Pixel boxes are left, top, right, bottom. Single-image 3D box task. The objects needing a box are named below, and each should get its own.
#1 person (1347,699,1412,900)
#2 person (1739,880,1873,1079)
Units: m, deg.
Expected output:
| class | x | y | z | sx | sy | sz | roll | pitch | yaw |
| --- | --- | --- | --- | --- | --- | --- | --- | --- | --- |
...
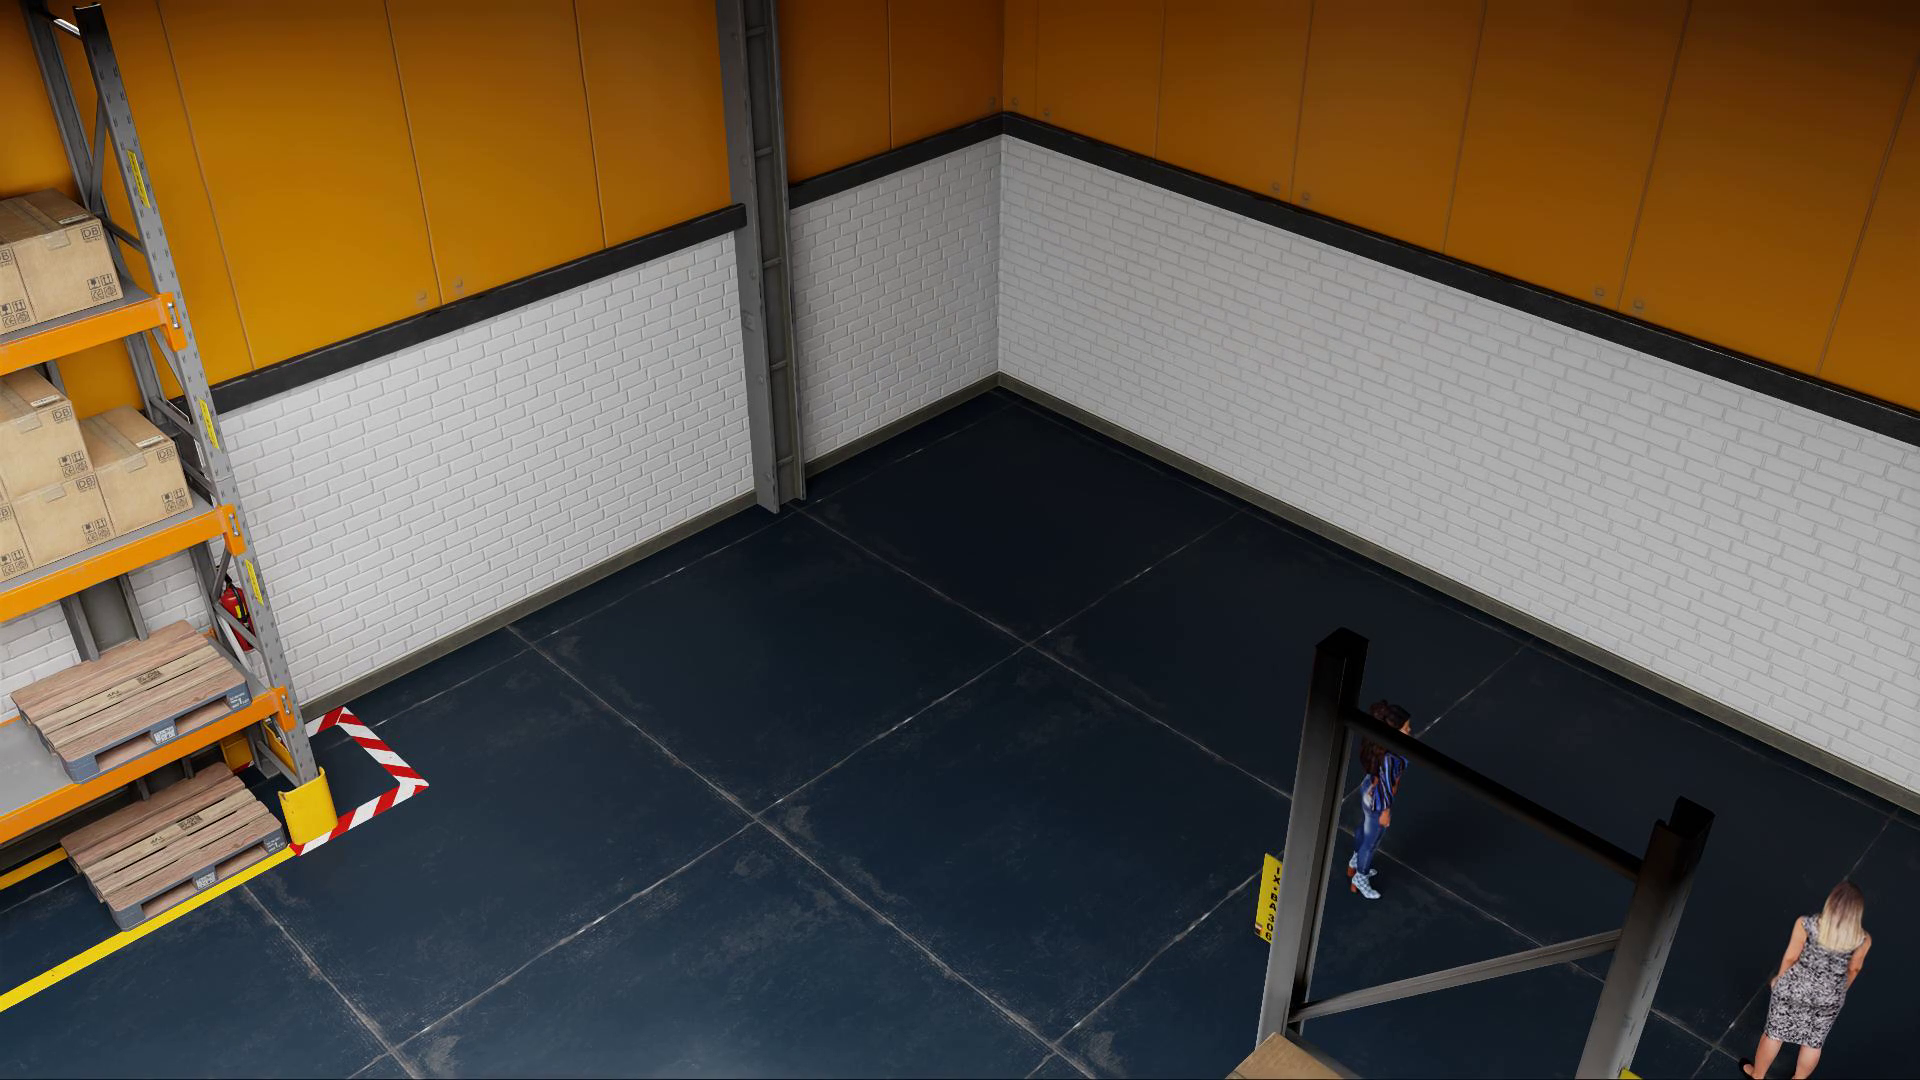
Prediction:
| class | x | y | z | sx | sy | sz | roll | pitch | yaw |
| --- | --- | --- | --- | --- | --- | --- | --- | --- | --- |
| person | 2.861 | 1.763 | 11.376 | 0.755 | 1.615 | 0.667 | 5 | 34 | 8 |
| person | 5.059 | 2.688 | 9.902 | 0.633 | 1.706 | 0.627 | 11 | 35 | 17 |
